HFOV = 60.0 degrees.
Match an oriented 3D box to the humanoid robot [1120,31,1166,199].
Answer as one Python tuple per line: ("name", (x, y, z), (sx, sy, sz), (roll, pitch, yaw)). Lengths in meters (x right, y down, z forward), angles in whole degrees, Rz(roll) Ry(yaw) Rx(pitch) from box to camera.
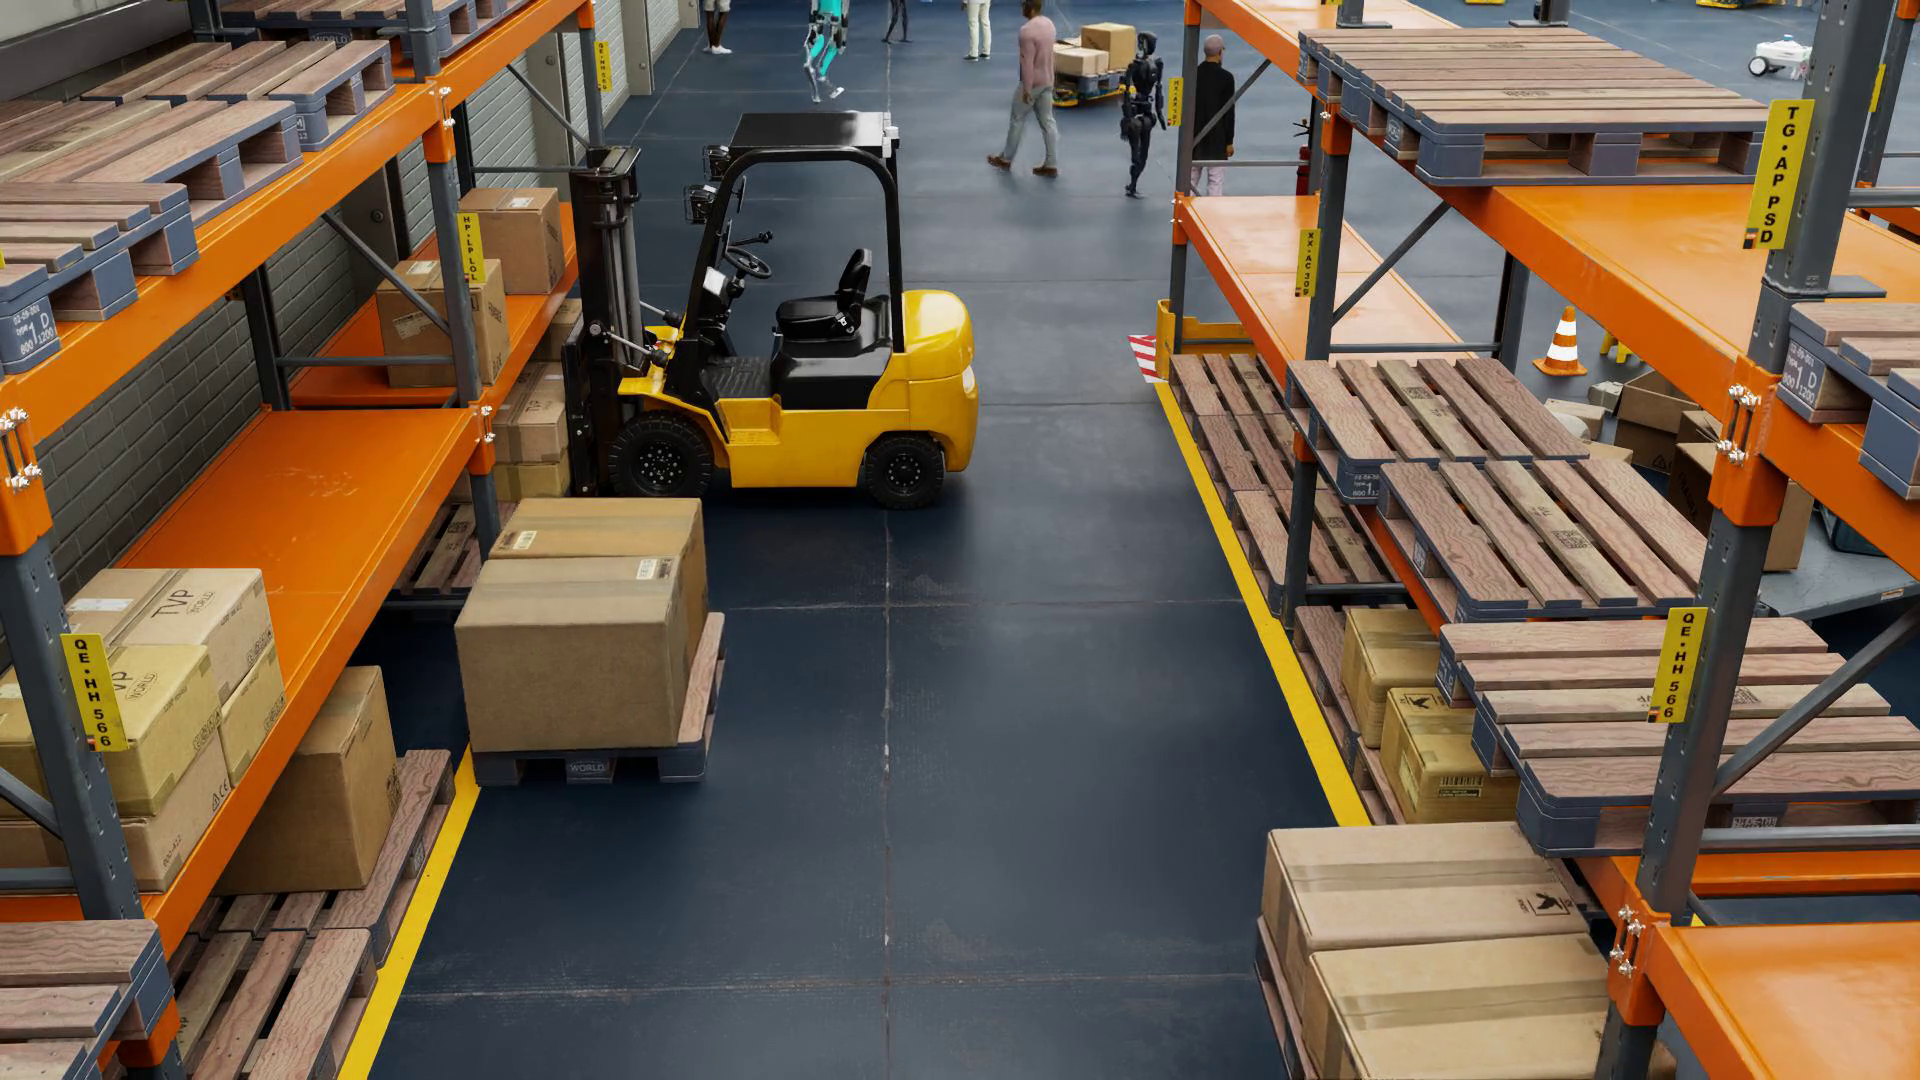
("humanoid robot", (1.819, -4.287, 16.768), (0.587, 1.648, 0.466), (-22, 33, -38))

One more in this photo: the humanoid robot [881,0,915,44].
("humanoid robot", (-0.960, -8.544, 25.762), (0.513, 1.648, 0.601), (8, 26, 16))

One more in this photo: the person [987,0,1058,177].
("person", (0.687, -4.839, 17.641), (0.941, 1.899, 0.650), (17, 30, 31))

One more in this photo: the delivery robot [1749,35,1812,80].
("delivery robot", (11.493, -6.743, 23.268), (0.503, 0.612, 0.783), (-20, 32, -37))

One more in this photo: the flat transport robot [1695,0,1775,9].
("flat transport robot", (13.963, -9.738, 29.924), (1.431, 0.231, 0.659), (-16, 30, -30))

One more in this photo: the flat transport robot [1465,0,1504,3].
("flat transport robot", (9.609, -10.078, 30.646), (0.659, 0.231, 1.431), (4, 26, 9))

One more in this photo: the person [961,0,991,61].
("person", (0.241, -7.938, 24.384), (0.561, 1.742, 0.335), (-19, 31, -35))

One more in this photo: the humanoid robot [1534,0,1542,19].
("humanoid robot", (6.521, -5.280, 18.914), (0.589, 1.658, 0.762), (-11, 27, -22))

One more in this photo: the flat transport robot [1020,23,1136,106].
("flat transport robot", (1.567, -5.888, 21.772), (0.659, 0.231, 1.431), (23, 34, 40))

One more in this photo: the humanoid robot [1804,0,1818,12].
("humanoid robot", (15.165, -9.977, 28.838), (0.672, 1.654, 0.613), (12, 28, 23))

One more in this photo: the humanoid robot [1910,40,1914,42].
("humanoid robot", (15.097, -8.605, 25.883), (0.614, 1.639, 0.599), (9, 27, 17))

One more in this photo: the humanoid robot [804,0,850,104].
("humanoid robot", (-1.702, -6.302, 20.934), (0.579, 1.726, 1.039), (8, 26, 16))

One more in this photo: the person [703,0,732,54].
("person", (-3.695, -8.254, 24.906), (0.703, 1.880, 0.376), (10, 27, 20))

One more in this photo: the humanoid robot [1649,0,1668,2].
("humanoid robot", (12.814, -10.592, 30.018), (0.542, 1.795, 0.665), (-6, 26, -13))

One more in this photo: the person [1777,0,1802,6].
("person", (15.038, -10.488, 29.623), (0.664, 1.885, 0.410), (13, 28, 26))

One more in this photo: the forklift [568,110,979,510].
("forklift", (-1.043, -1.379, 9.976), (2.313, 2.155, 1.214), (-1, 25, -2))

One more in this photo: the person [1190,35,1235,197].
("person", (2.250, -3.662, 15.215), (0.545, 1.850, 0.405), (20, 32, 36))
